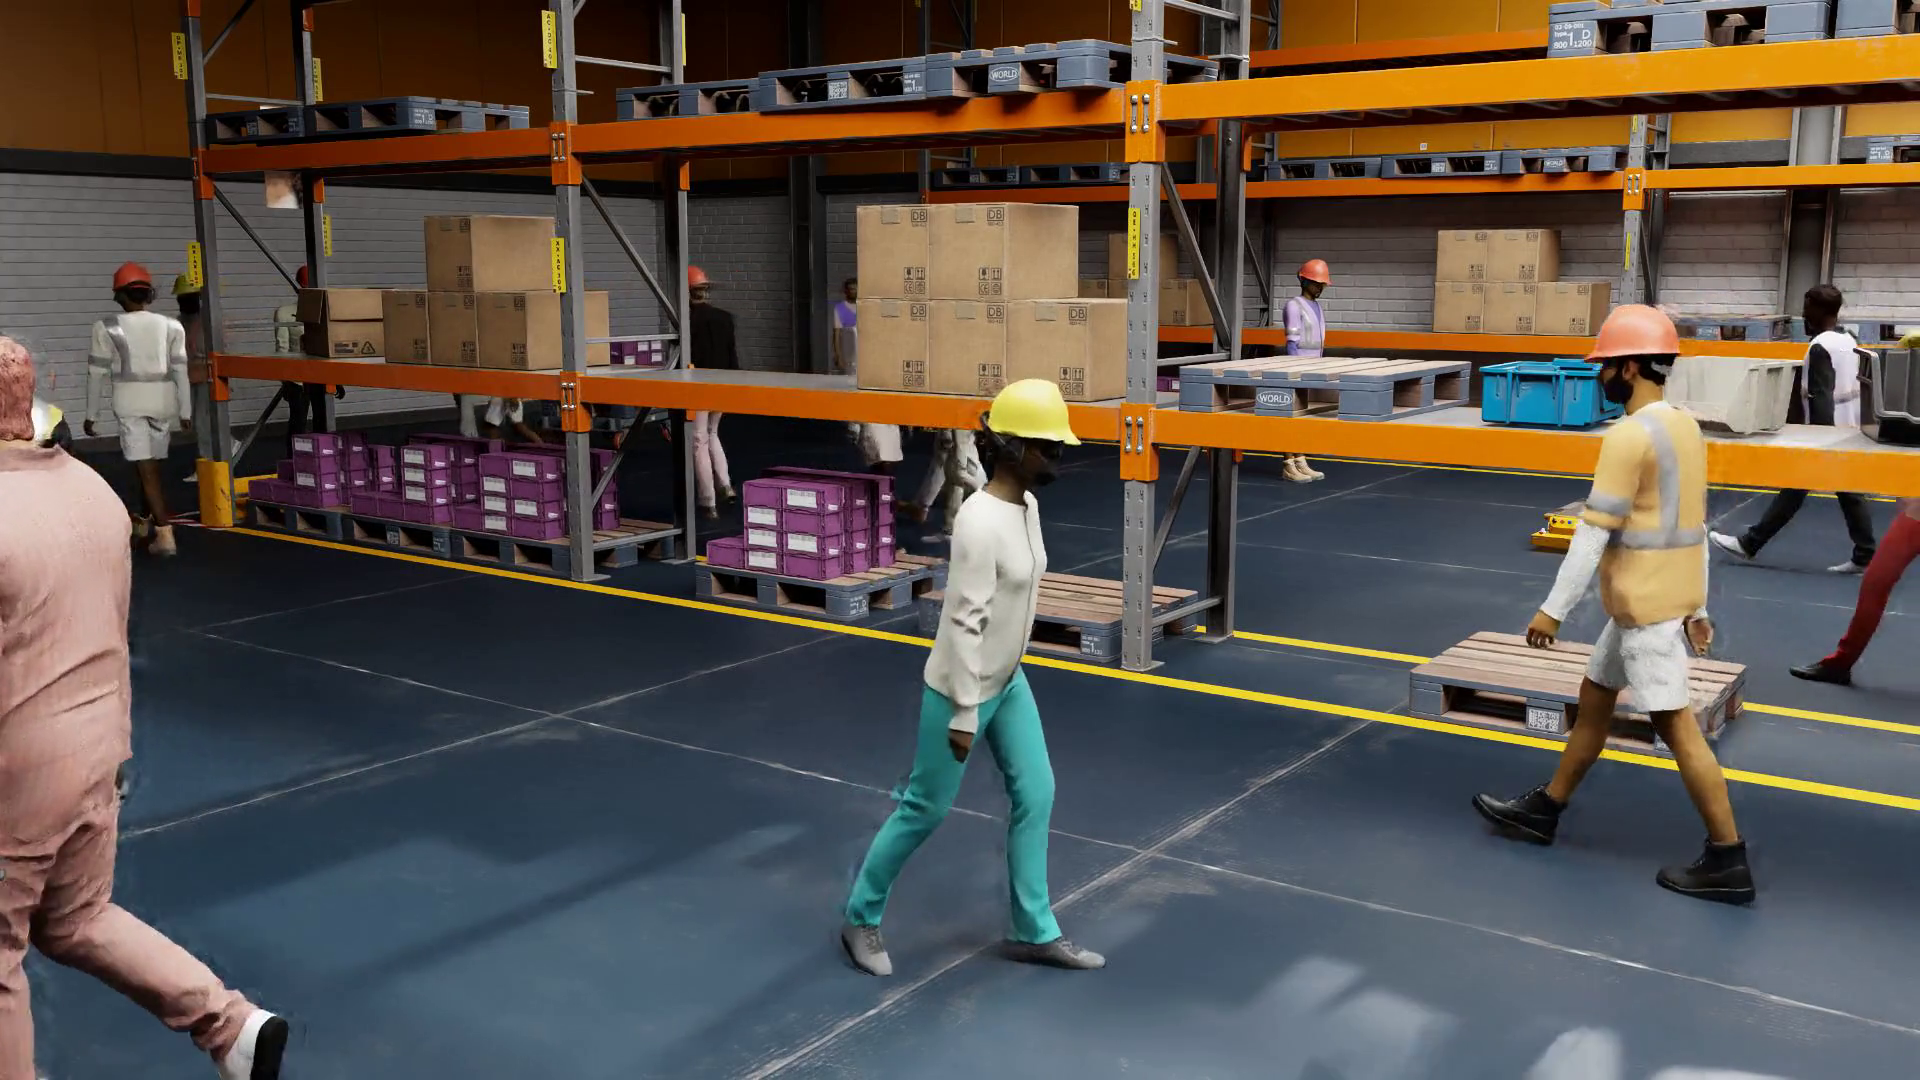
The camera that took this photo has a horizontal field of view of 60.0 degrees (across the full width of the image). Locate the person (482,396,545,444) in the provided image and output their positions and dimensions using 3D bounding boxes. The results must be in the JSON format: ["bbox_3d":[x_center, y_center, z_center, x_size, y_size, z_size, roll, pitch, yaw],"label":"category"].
[{"bbox_3d":[-3.912,-1.357,14.553,0.941,1.904,0.556,-3,10,-15],"label":"person"}]

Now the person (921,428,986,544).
[{"bbox_3d":[0.082,-0.841,11.656,0.734,1.842,0.539,5,11,25],"label":"person"}]

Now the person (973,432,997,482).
[{"bbox_3d":[0.278,-1.069,13.426,0.321,1.697,0.529,7,12,36],"label":"person"}]

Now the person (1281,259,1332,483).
[{"bbox_3d":[3.183,-1.541,15.242,0.395,2.033,0.605,7,12,36],"label":"person"}]

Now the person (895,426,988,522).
[{"bbox_3d":[-0.096,-0.979,12.607,0.955,1.792,0.637,4,10,25],"label":"person"}]

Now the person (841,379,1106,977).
[{"bbox_3d":[-0.007,0.396,4.684,0.766,1.715,0.539,4,10,22],"label":"person"}]

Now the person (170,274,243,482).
[{"bbox_3d":[-6.960,-1.498,15.371,0.588,1.910,0.614,6,11,30],"label":"person"}]

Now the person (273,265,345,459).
[{"bbox_3d":[-5.682,-1.406,14.578,0.395,1.985,0.608,7,12,36],"label":"person"}]

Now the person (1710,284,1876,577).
[{"bbox_3d":[5.509,-0.710,10.786,0.633,1.864,1.024,-9,13,-44],"label":"person"}]

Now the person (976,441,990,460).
[{"bbox_3d":[0.246,-1.715,16.939,0.820,1.817,0.512,9,13,43],"label":"person"}]

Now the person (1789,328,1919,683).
[{"bbox_3d":[4.526,-0.130,7.795,0.943,1.717,0.529,6,11,32],"label":"person"}]

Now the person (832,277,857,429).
[{"bbox_3d":[-1.204,-2.197,19.759,0.607,1.819,0.757,-7,12,-37],"label":"person"}]

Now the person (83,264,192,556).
[{"bbox_3d":[-5.735,-0.910,11.582,1.032,1.988,0.635,8,13,41],"label":"person"}]

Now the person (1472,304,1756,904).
[{"bbox_3d":[2.190,0.190,5.406,0.986,1.885,0.554,7,12,37],"label":"person"}]

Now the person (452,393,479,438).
[{"bbox_3d":[-5.211,-1.746,17.162,0.584,1.791,0.829,3,10,20],"label":"person"}]

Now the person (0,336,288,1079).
[{"bbox_3d":[-1.924,0.498,3.560,0.709,1.887,0.652,0,10,0],"label":"person"}]

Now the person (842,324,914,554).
[{"bbox_3d":[-0.538,-0.847,11.350,0.411,1.946,0.635,6,11,33],"label":"person"}]

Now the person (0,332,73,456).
[{"bbox_3d":[-3.598,0.097,6.205,0.619,1.790,0.937,-4,10,-22],"label":"person"}]

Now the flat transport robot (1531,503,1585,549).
[{"bbox_3d":[4.663,-0.116,11.991,0.652,0.197,1.431,7,12,35],"label":"flat transport robot"}]

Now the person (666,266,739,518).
[{"bbox_3d":[-2.053,-1.156,13.099,0.633,1.975,0.456,-9,13,-44],"label":"person"}]
